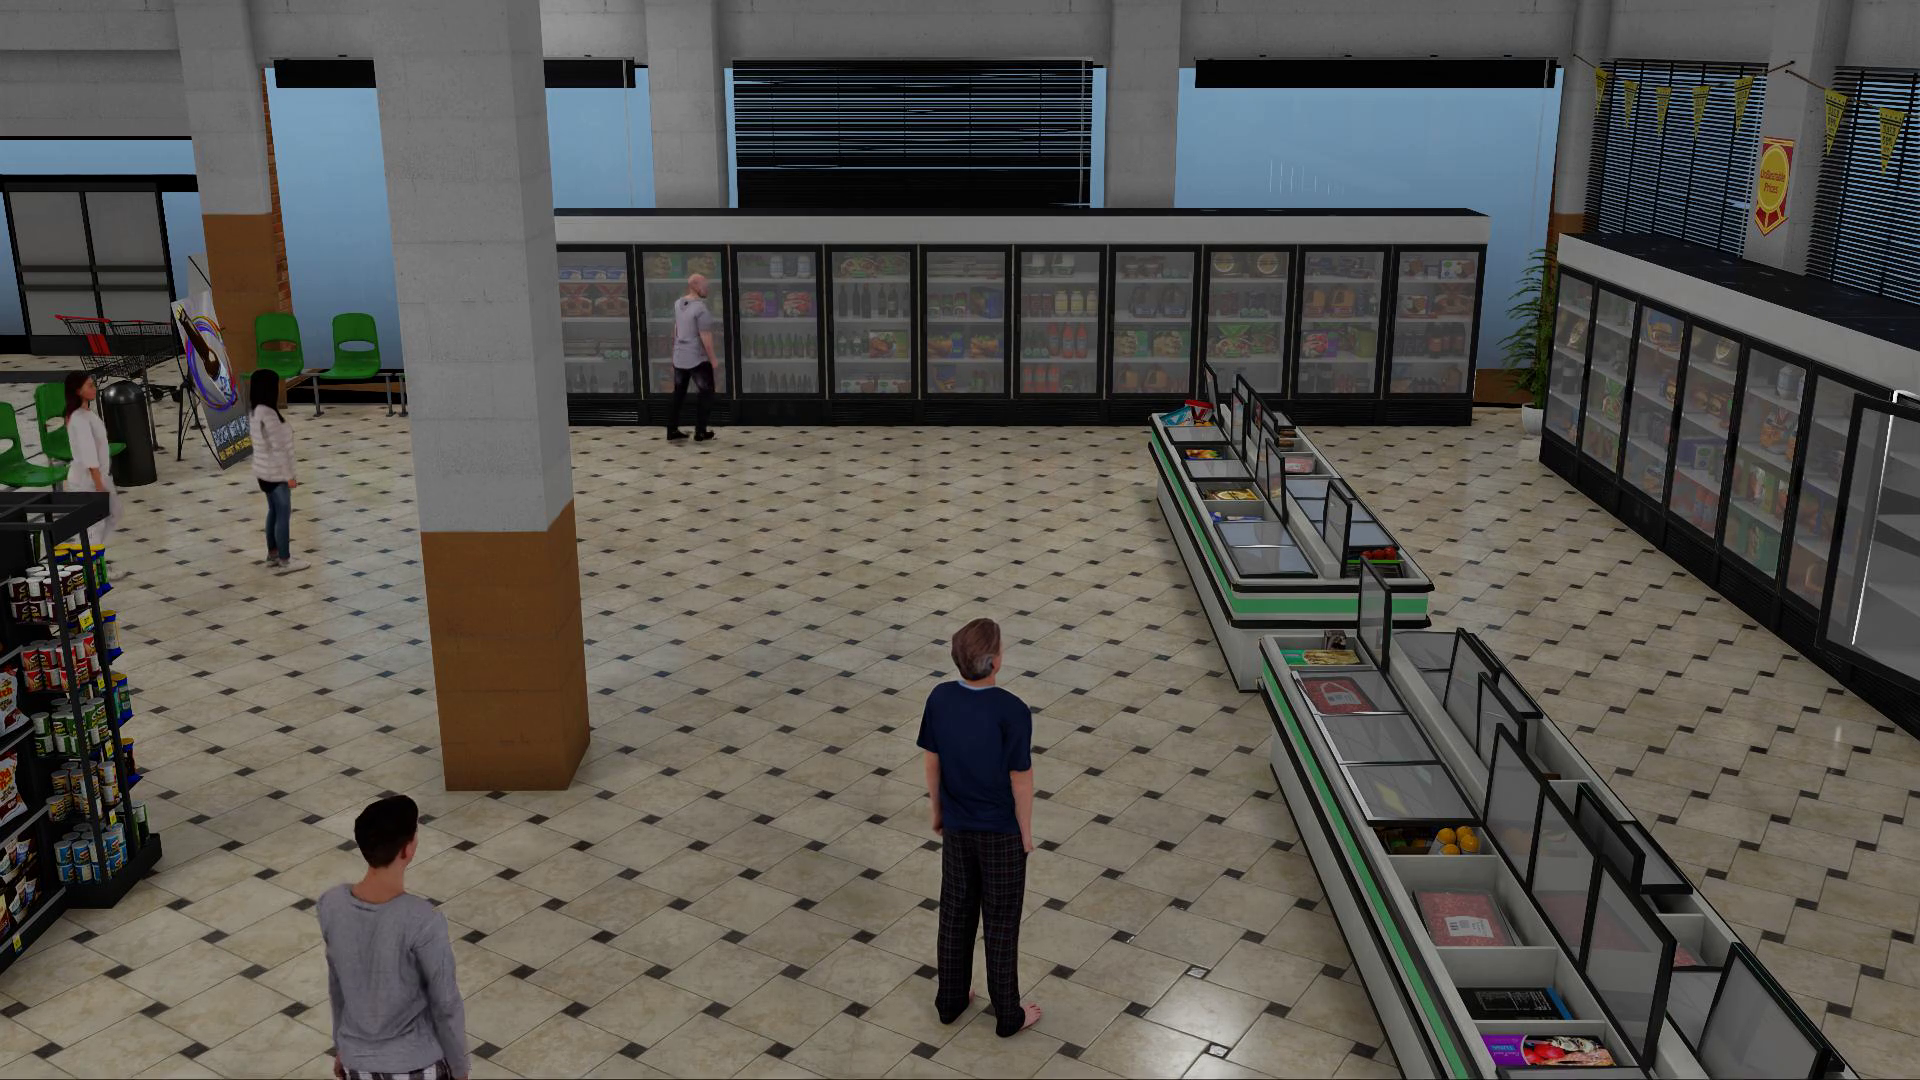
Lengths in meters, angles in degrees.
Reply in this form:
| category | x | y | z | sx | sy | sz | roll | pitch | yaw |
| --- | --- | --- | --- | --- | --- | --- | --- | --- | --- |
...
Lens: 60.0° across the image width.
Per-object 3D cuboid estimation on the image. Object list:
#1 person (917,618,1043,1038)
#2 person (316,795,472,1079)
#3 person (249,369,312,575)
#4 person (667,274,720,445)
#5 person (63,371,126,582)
| category | x | y | z | sx | sy | sz | roll | pitch | yaw |
| --- | --- | --- | --- | --- | --- | --- | --- | --- | --- |
| person | 0.093 | 1.217 | 7.064 | 0.736 | 1.871 | 0.714 | 8 | 19 | 26 |
| person | -1.881 | 1.737 | 5.415 | 0.754 | 1.835 | 0.847 | 4 | 17 | 14 |
| person | -5.514 | -0.555 | 13.313 | 0.767 | 1.632 | 0.690 | -13 | 21 | -38 |
| person | -2.793 | -1.851 | 17.300 | 0.852 | 1.795 | 0.896 | 10 | 19 | 29 |
| person | -6.861 | -0.477 | 12.975 | 0.773 | 1.679 | 0.675 | -7 | 18 | -22 |
